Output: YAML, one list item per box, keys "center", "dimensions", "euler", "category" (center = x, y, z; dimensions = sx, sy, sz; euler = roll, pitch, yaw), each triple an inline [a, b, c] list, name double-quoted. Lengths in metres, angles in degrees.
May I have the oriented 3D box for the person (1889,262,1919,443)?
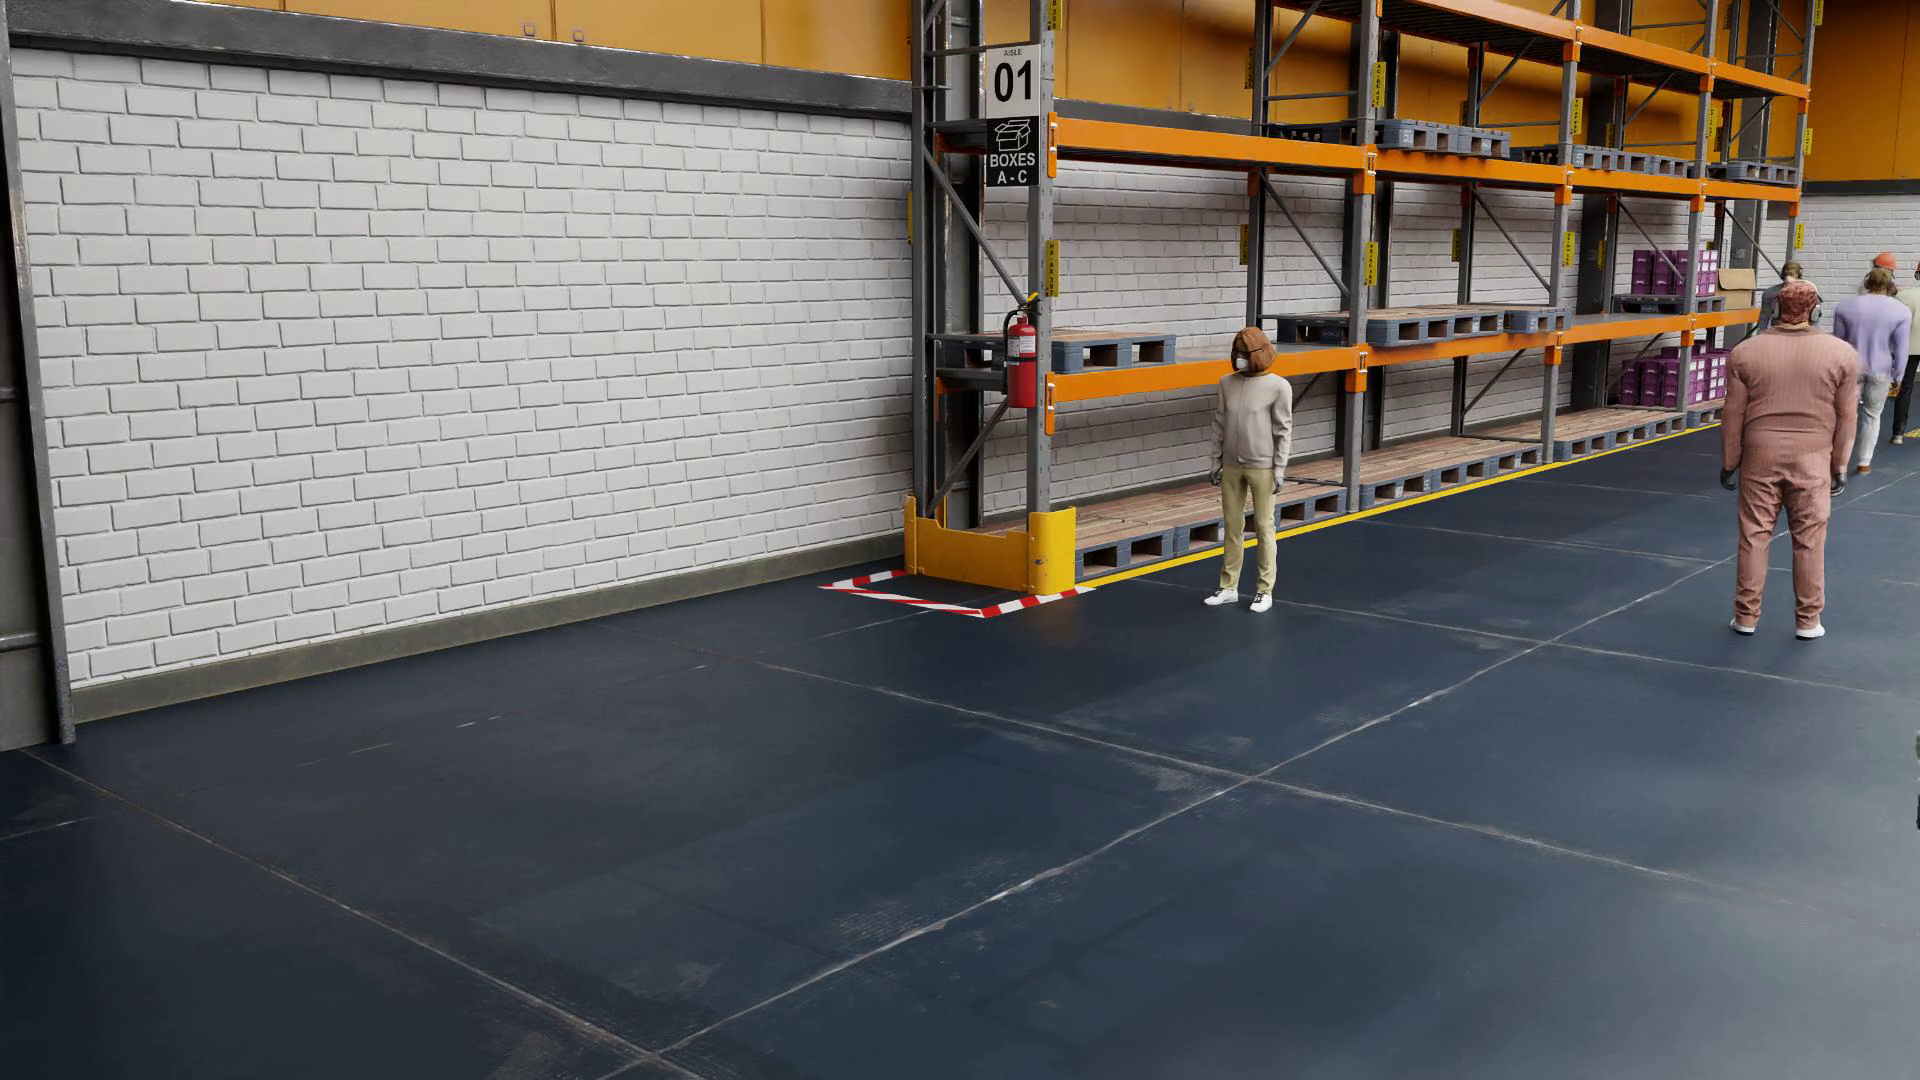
- center: [10.179, -2.003, 17.615]
  dimensions: [0.622, 1.993, 0.382]
  euler: [5, 11, 29]
  category: "person"

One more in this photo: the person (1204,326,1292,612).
- center: [1.656, -0.406, 9.549]
  dimensions: [0.499, 1.633, 0.279]
  euler: [9, 13, 40]
  category: "person"

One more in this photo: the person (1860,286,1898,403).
- center: [12.298, -2.608, 22.220]
  dimensions: [0.526, 1.611, 0.421]
  euler: [3, 10, 16]
  category: "person"

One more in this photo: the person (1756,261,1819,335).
- center: [9.836, -2.357, 19.841]
  dimensions: [0.642, 1.927, 0.432]
  euler: [9, 14, 43]
  category: "person"

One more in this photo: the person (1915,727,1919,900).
- center: [2.411, 0.626, 3.734]
  dimensions: [0.610, 1.622, 0.522]
  euler: [-2, 10, -11]
  category: "person"

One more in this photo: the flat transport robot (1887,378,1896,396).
- center: [12.964, -2.194, 23.611]
  dimensions: [0.652, 0.197, 1.431]
  euler: [4, 11, 23]
  category: "flat transport robot"

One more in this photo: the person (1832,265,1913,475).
- center: [8.223, -1.522, 15.083]
  dimensions: [0.651, 1.925, 0.604]
  euler: [7, 12, 35]
  category: "person"

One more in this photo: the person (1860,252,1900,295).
- center: [12.638, -2.955, 22.998]
  dimensions: [0.466, 2.016, 0.674]
  euler: [-1, 10, -3]
  category: "person"

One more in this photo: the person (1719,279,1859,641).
- center: [4.395, -0.421, 8.860]
  dimensions: [0.643, 1.910, 0.400]
  euler: [5, 11, 27]
  category: "person"
